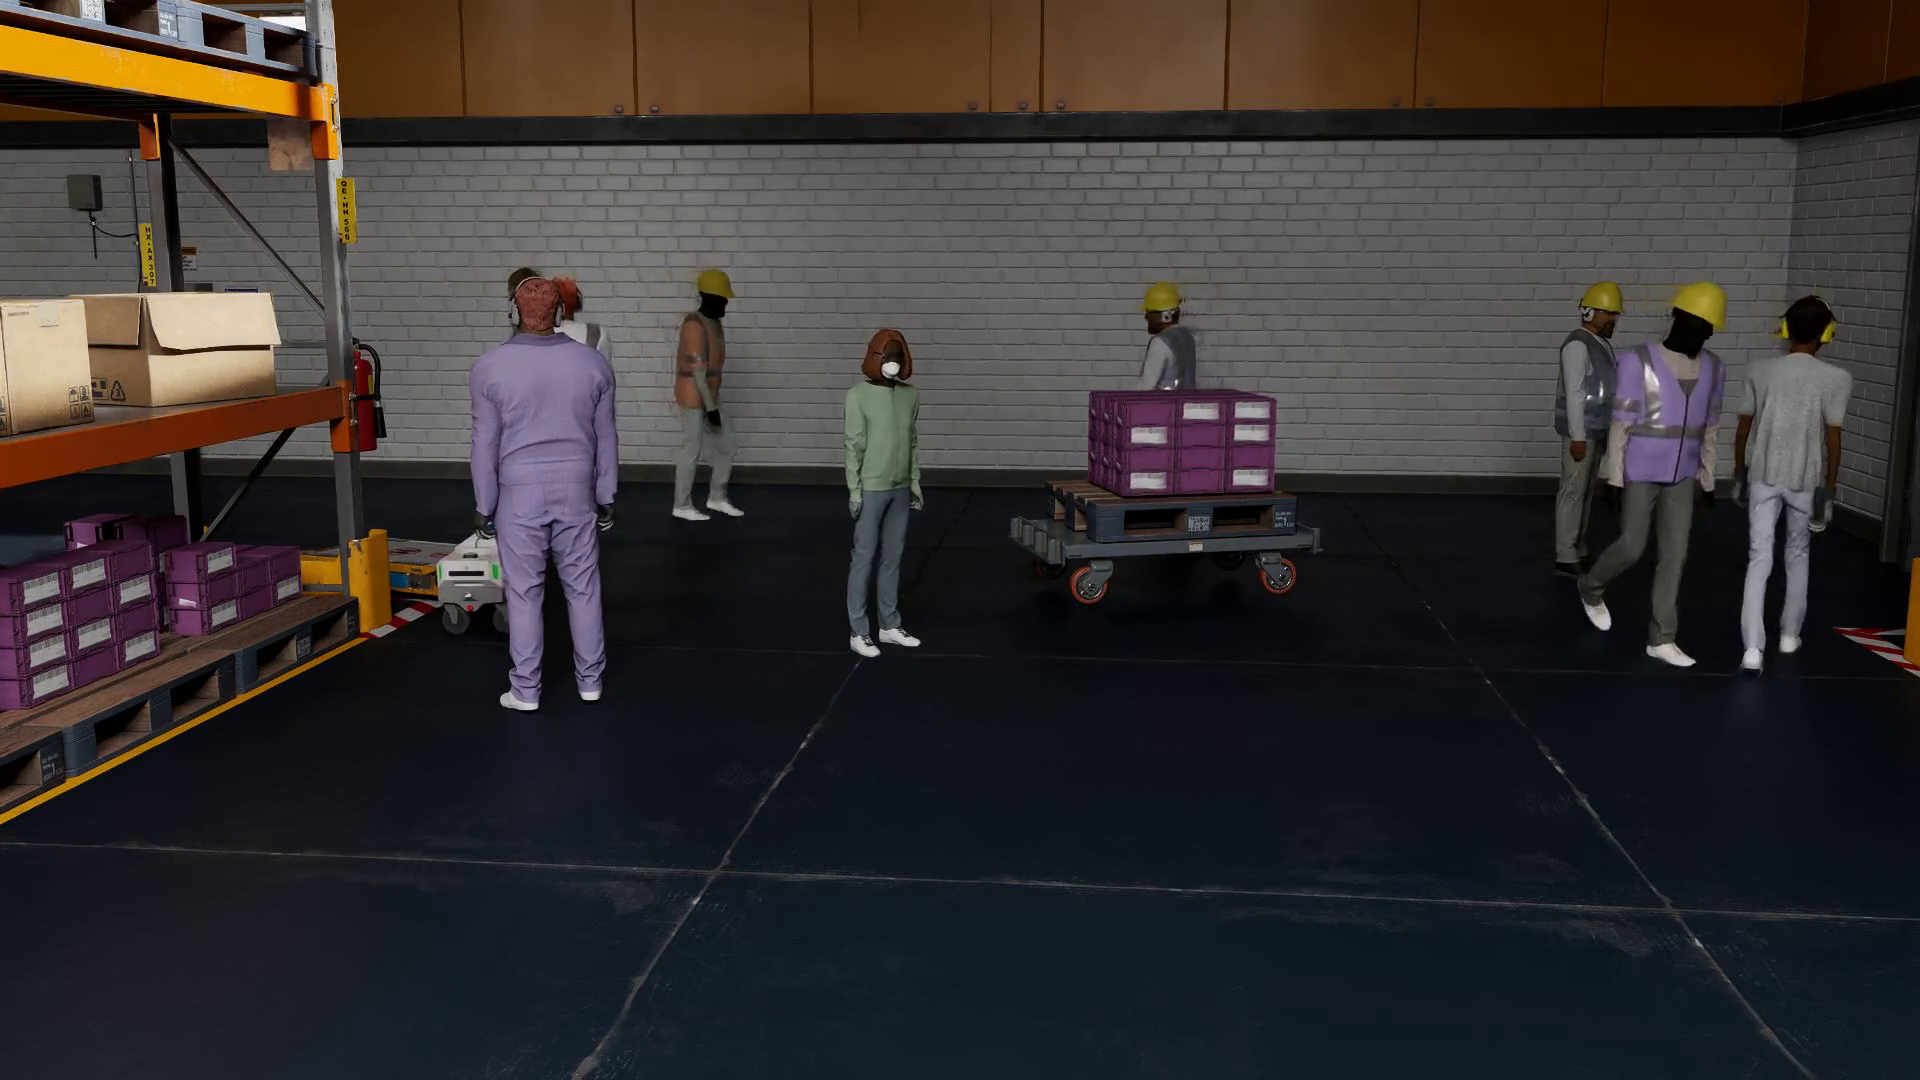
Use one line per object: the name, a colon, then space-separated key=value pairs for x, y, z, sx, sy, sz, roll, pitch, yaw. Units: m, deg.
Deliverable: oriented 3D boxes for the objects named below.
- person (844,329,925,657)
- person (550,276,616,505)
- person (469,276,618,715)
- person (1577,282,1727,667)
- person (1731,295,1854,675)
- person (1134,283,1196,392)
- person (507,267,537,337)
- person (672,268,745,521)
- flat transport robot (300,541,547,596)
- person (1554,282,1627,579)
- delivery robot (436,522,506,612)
person: x=-0.374 y=-0.241 z=8.358 sx=0.285 sy=1.631 sz=0.502 roll=9 pitch=14 yaw=43
person: x=-2.488 y=-0.741 z=10.576 sx=0.586 sy=1.863 sz=0.781 roll=-1 pitch=10 yaw=-3
person: x=-1.823 y=-0.193 z=7.298 sx=0.651 sy=1.907 sz=0.409 roll=-6 pitch=11 yaw=-30
person: x=3.475 y=-0.353 z=8.349 sx=0.619 sy=1.875 sz=0.813 roll=-2 pitch=10 yaw=-12
person: x=3.985 y=-0.270 z=8.034 sx=0.503 sy=1.819 sz=1.011 roll=6 pitch=11 yaw=29
person: x=1.366 y=-0.809 z=11.120 sx=0.590 sy=1.800 sz=0.610 roll=4 pitch=11 yaw=22
person: x=-3.006 y=-0.997 z=11.957 sx=0.421 sy=1.903 sz=0.643 roll=2 pitch=10 yaw=10
person: x=-1.895 y=-1.048 z=12.240 sx=0.649 sy=1.887 sz=0.586 roll=3 pitch=10 yaw=19
flat transport robot: x=-3.252 y=0.165 z=9.928 sx=1.431 sy=0.197 sz=0.652 roll=4 pitch=11 yaw=23
person: x=3.904 y=-0.679 z=10.319 sx=0.404 sy=1.825 sz=0.586 roll=7 pitch=12 yaw=33
delivery robot: x=-2.565 y=0.144 z=8.971 sx=0.477 sy=0.478 sz=0.707 roll=0 pitch=10 yaw=-1
